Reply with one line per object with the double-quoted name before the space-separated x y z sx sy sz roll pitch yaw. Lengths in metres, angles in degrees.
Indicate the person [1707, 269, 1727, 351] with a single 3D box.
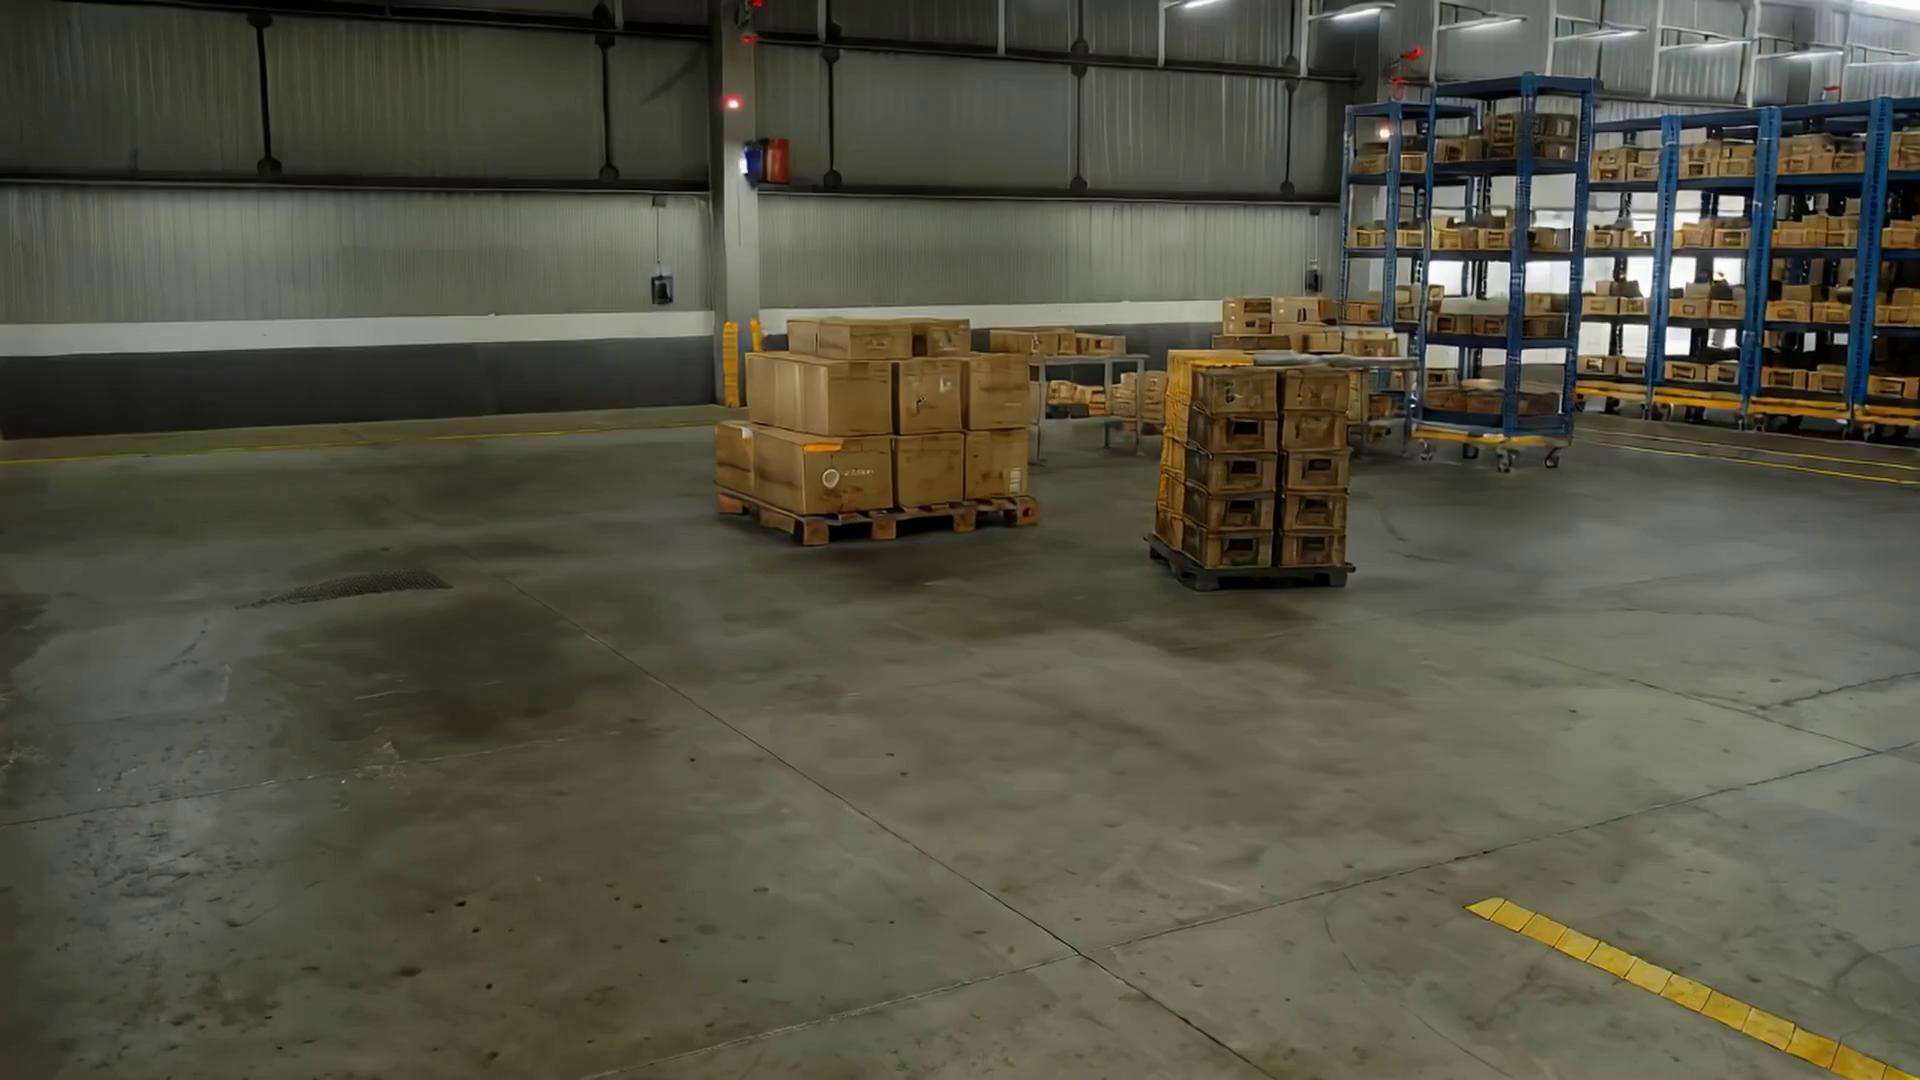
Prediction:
"person" 11.341 -3.206 25.061 0.562 1.743 0.358 -8 13 -39
